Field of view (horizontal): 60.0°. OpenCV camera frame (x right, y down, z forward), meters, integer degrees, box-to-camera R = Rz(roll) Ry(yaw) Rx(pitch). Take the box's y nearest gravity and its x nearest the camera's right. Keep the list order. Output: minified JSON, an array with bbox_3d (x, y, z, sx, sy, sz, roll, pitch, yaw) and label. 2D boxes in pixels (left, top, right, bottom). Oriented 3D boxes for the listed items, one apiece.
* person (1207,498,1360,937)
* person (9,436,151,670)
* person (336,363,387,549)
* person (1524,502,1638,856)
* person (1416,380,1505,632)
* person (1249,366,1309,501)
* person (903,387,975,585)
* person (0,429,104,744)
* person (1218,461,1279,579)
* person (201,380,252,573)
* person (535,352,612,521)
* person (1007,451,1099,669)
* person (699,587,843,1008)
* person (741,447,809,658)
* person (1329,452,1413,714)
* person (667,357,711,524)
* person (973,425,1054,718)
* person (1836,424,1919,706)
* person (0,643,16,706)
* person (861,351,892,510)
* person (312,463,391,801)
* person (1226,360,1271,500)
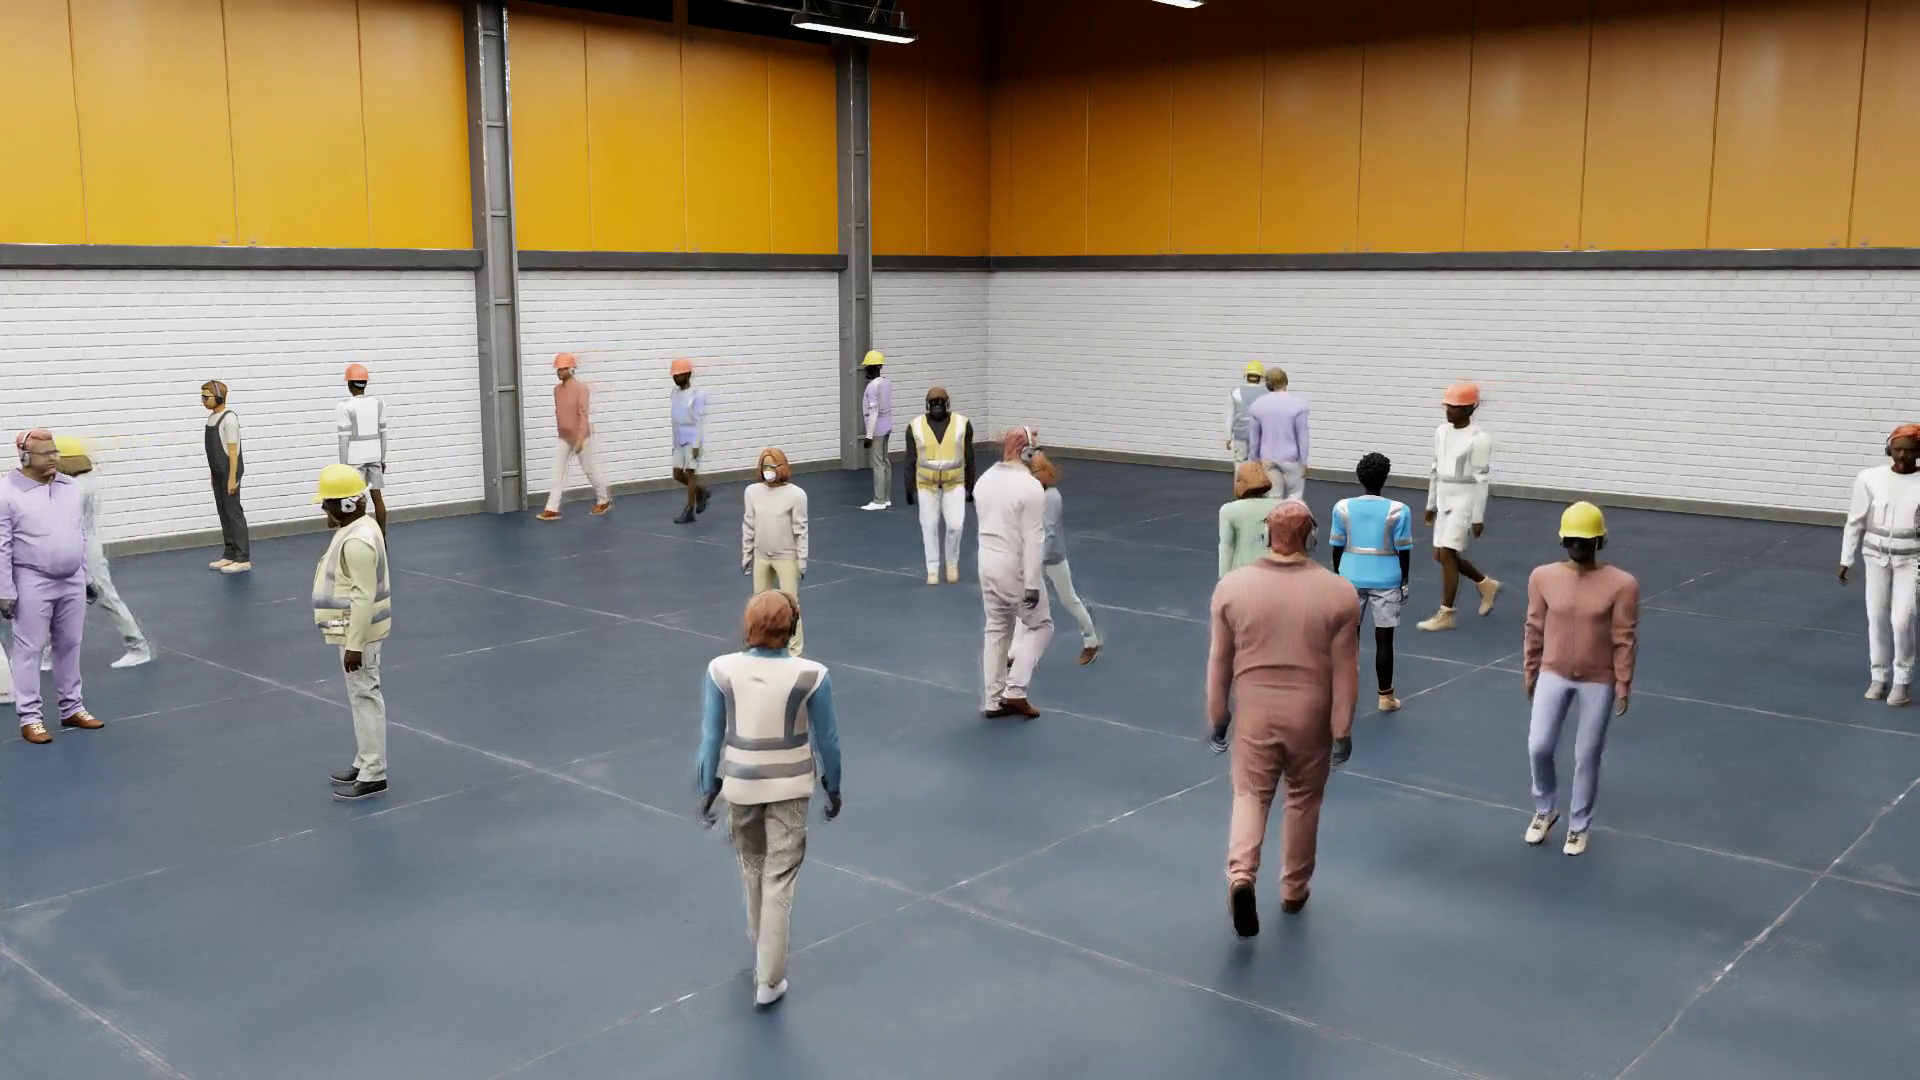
[{"bbox_3d":[1.384,0.761,7.182,0.650,1.884,0.787,3,9,18],"label":"person"},{"bbox_3d":[-6.320,0.102,11.901,0.905,1.696,0.490,-5,10,-29],"label":"person"},{"bbox_3d":[-6.131,-0.836,17.031,0.360,1.938,0.545,7,11,37],"label":"person"},{"bbox_3d":[3.005,0.682,8.103,0.525,1.754,0.380,5,10,27],"label":"person"},{"bbox_3d":[4.036,-0.278,13.284,0.788,2.020,0.622,-3,9,-17],"label":"person"},{"bbox_3d":[3.254,-0.805,16.922,0.642,1.910,0.442,5,10,29],"label":"person"},{"bbox_3d":[-0.191,-0.486,15.181,0.661,1.824,0.484,0,9,-1],"label":"person"},{"bbox_3d":[-5.579,0.271,10.184,0.407,1.905,0.655,4,10,24],"label":"person"},{"bbox_3d":[2.011,0.251,11.323,0.512,1.580,0.898,1,9,7],"label":"person"},{"bbox_3d":[-7.042,-0.608,15.922,0.507,1.841,0.334,8,12,43],"label":"person"},{"bbox_3d":[-4.497,-1.219,19.416,0.616,1.948,1.022,6,11,34],"label":"person"},{"bbox_3d":[0.652,0.145,11.980,0.883,1.585,0.511,-5,10,-27],"label":"person"},{"bbox_3d":[-0.725,0.977,6.638,0.546,1.607,0.763,2,9,10],"label":"person"},{"bbox_3d":[-1.313,0.144,11.864,0.505,1.628,0.276,4,10,23],"label":"person"},{"bbox_3d":[2.660,0.278,10.781,0.536,1.700,0.318,5,10,26],"label":"person"},{"bbox_3d":[-3.084,-1.146,19.076,0.544,1.914,0.587,6,11,35],"label":"person"},{"bbox_3d":[0.353,0.216,10.580,0.454,1.885,0.666,-7,11,-37],"label":"person"},{"bbox_3d":[6.156,0.166,10.968,0.580,1.859,0.592,-9,13,-44],"label":"person"},{"bbox_3d":[-6.603,0.301,10.914,0.824,1.595,0.545,1,9,4],"label":"person"},{"bbox_3d":[-1.015,-1.322,20.108,0.371,1.929,0.585,3,9,16],"label":"person"},{"bbox_3d":[-3.295,0.492,9.034,0.404,1.829,0.588,-3,10,-21],"label":"person"},{"bbox_3d":[3.527,-1.268,20.118,0.606,1.811,0.565,1,9,9],"label":"person"}]
